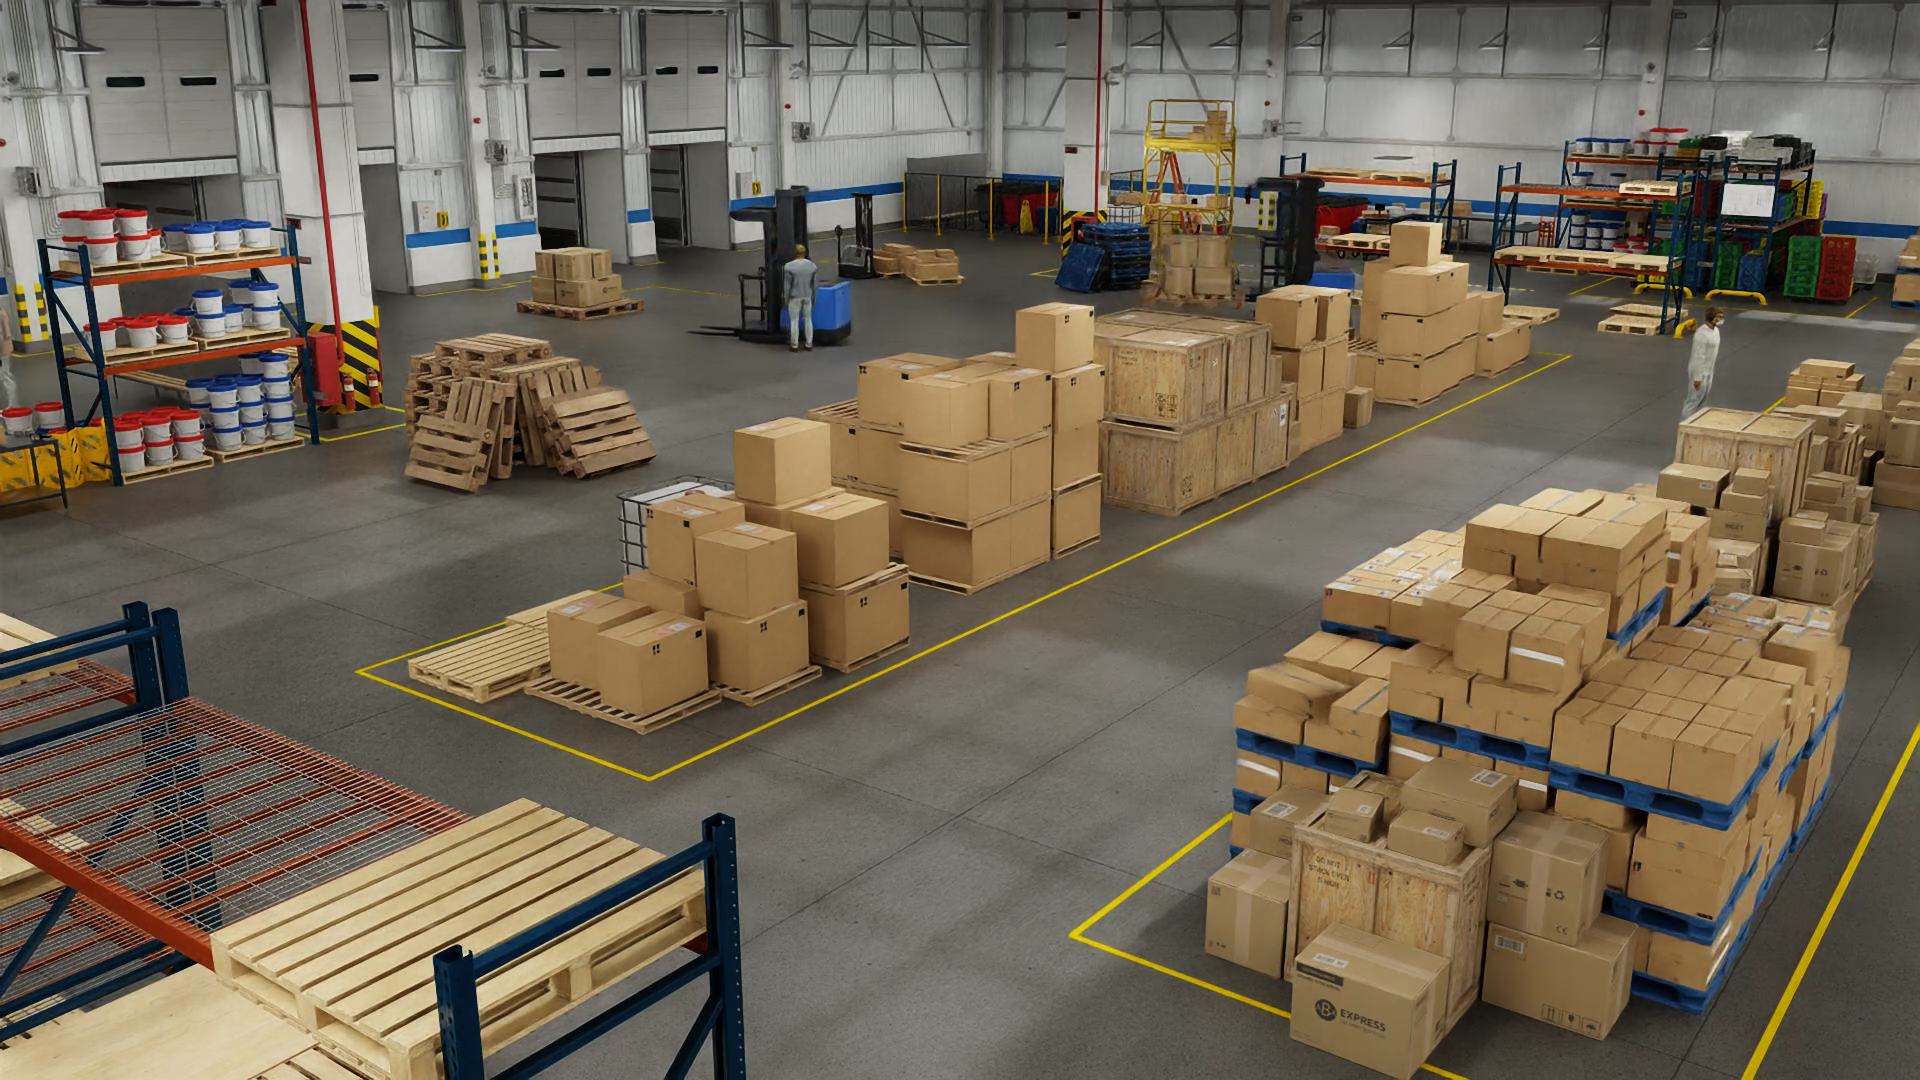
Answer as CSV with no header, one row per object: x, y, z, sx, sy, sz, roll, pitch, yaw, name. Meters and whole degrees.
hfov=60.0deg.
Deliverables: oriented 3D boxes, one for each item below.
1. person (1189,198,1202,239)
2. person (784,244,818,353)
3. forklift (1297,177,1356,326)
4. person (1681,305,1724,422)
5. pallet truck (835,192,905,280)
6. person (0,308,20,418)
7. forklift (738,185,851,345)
5.712,-7.457,40.482,0.316,1.695,0.541,-2,17,-7,person
-2.833,-4.307,29.664,0.639,1.926,0.367,-8,19,-24,person
6.753,-5.603,32.328,1.873,2.768,1.129,3,17,10,forklift
10.258,-2.285,22.971,0.380,1.930,0.624,13,21,37,person
-1.936,-7.159,38.982,1.885,1.965,0.823,-12,21,-34,pallet truck
-14.207,-2.777,24.593,0.367,1.926,0.594,-7,18,-22,person
-3.048,-5.083,30.605,1.873,2.768,1.129,4,17,14,forklift
